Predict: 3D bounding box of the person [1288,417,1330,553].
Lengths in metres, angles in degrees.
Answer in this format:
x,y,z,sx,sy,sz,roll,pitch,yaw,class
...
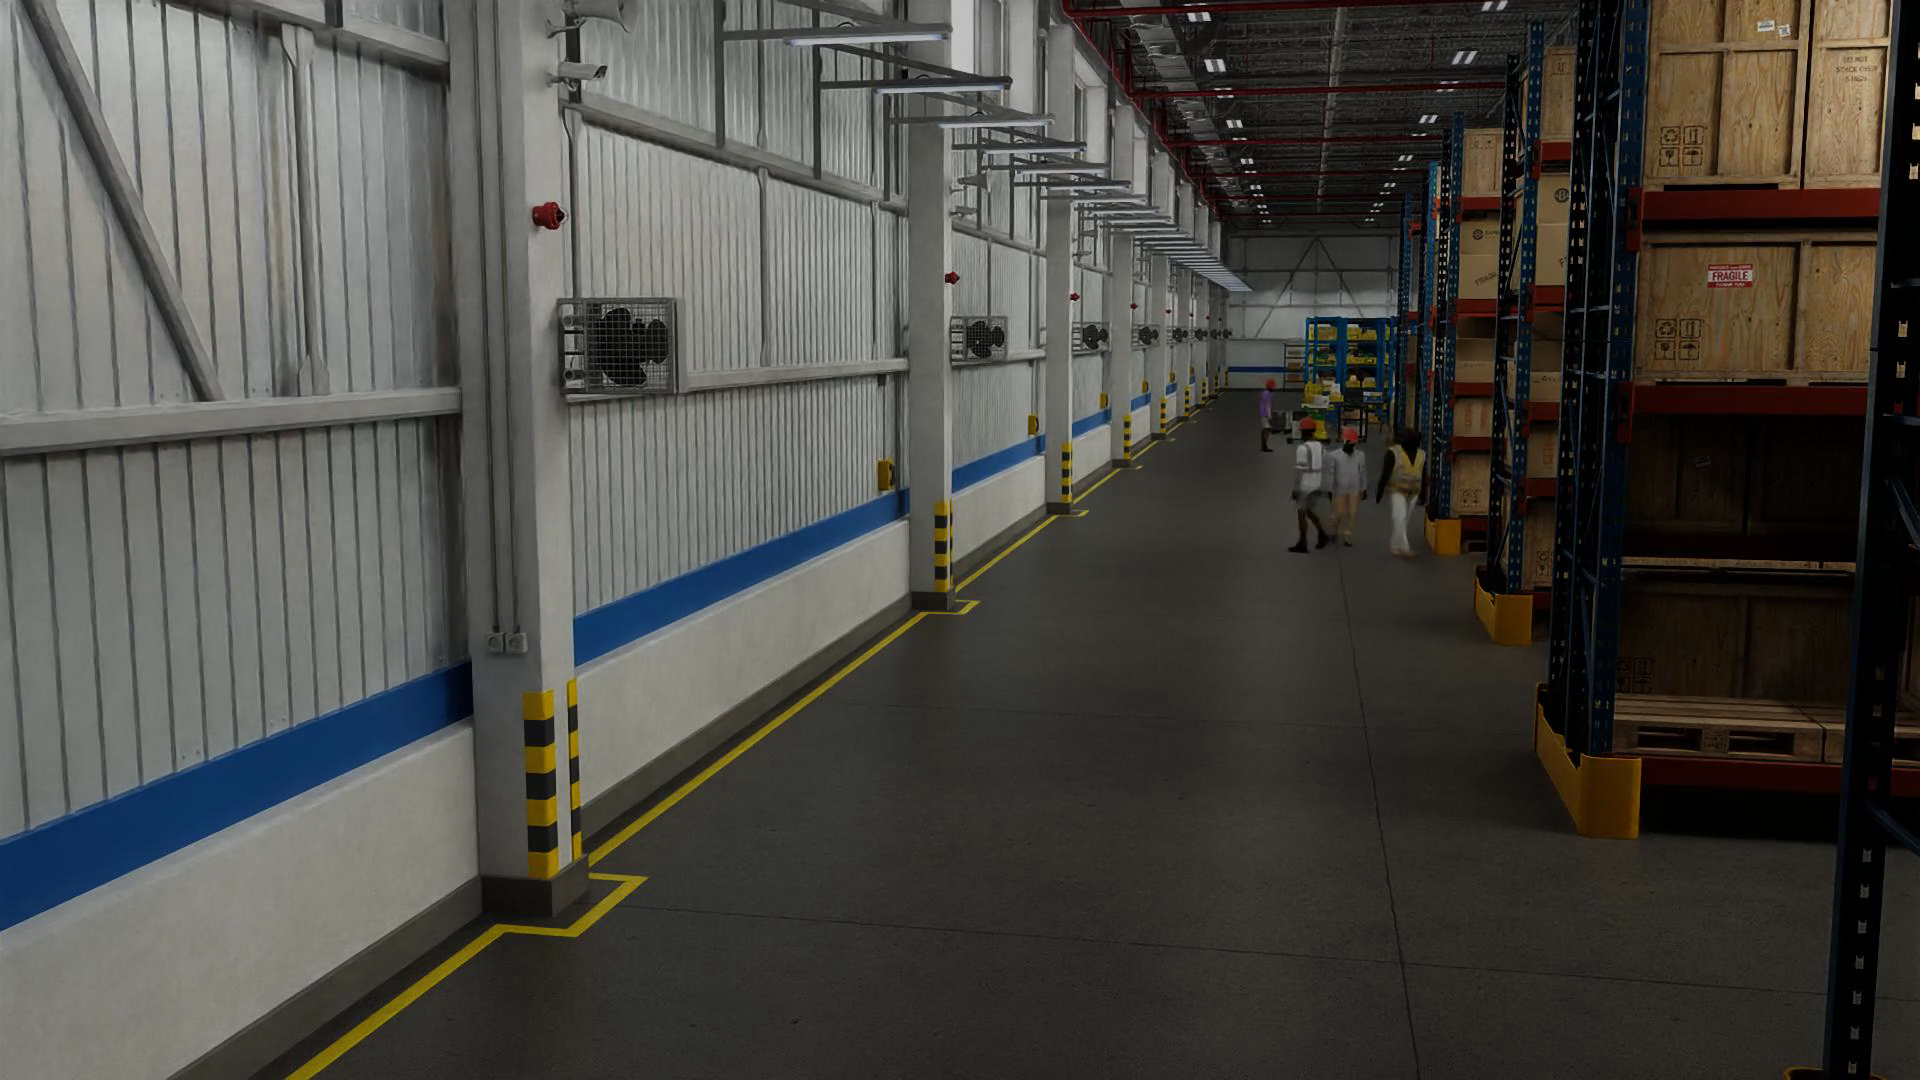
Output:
x,y,z,sx,sy,sz,roll,pitch,yaw,class
4.881,-0.761,23.301,0.568,1.925,0.470,-7,10,-43,person

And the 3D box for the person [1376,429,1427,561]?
x,y,z,sx,sy,sz,roll,pitch,yaw,class
6.085,-0.618,22.702,0.698,1.781,0.882,-2,7,-18,person

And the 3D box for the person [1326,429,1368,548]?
x,y,z,sx,sy,sz,roll,pitch,yaw,class
5.572,-0.742,23.922,0.562,1.725,0.367,-1,7,-8,person

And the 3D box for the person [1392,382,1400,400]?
x,y,z,sx,sy,sz,roll,pitch,yaw,class
12.343,-3.601,46.781,0.346,1.735,0.485,-5,9,-34,person

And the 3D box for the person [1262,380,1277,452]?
x,y,z,sx,sy,sz,roll,pitch,yaw,class
8.014,-3.218,43.141,0.385,1.893,0.729,1,7,10,person
